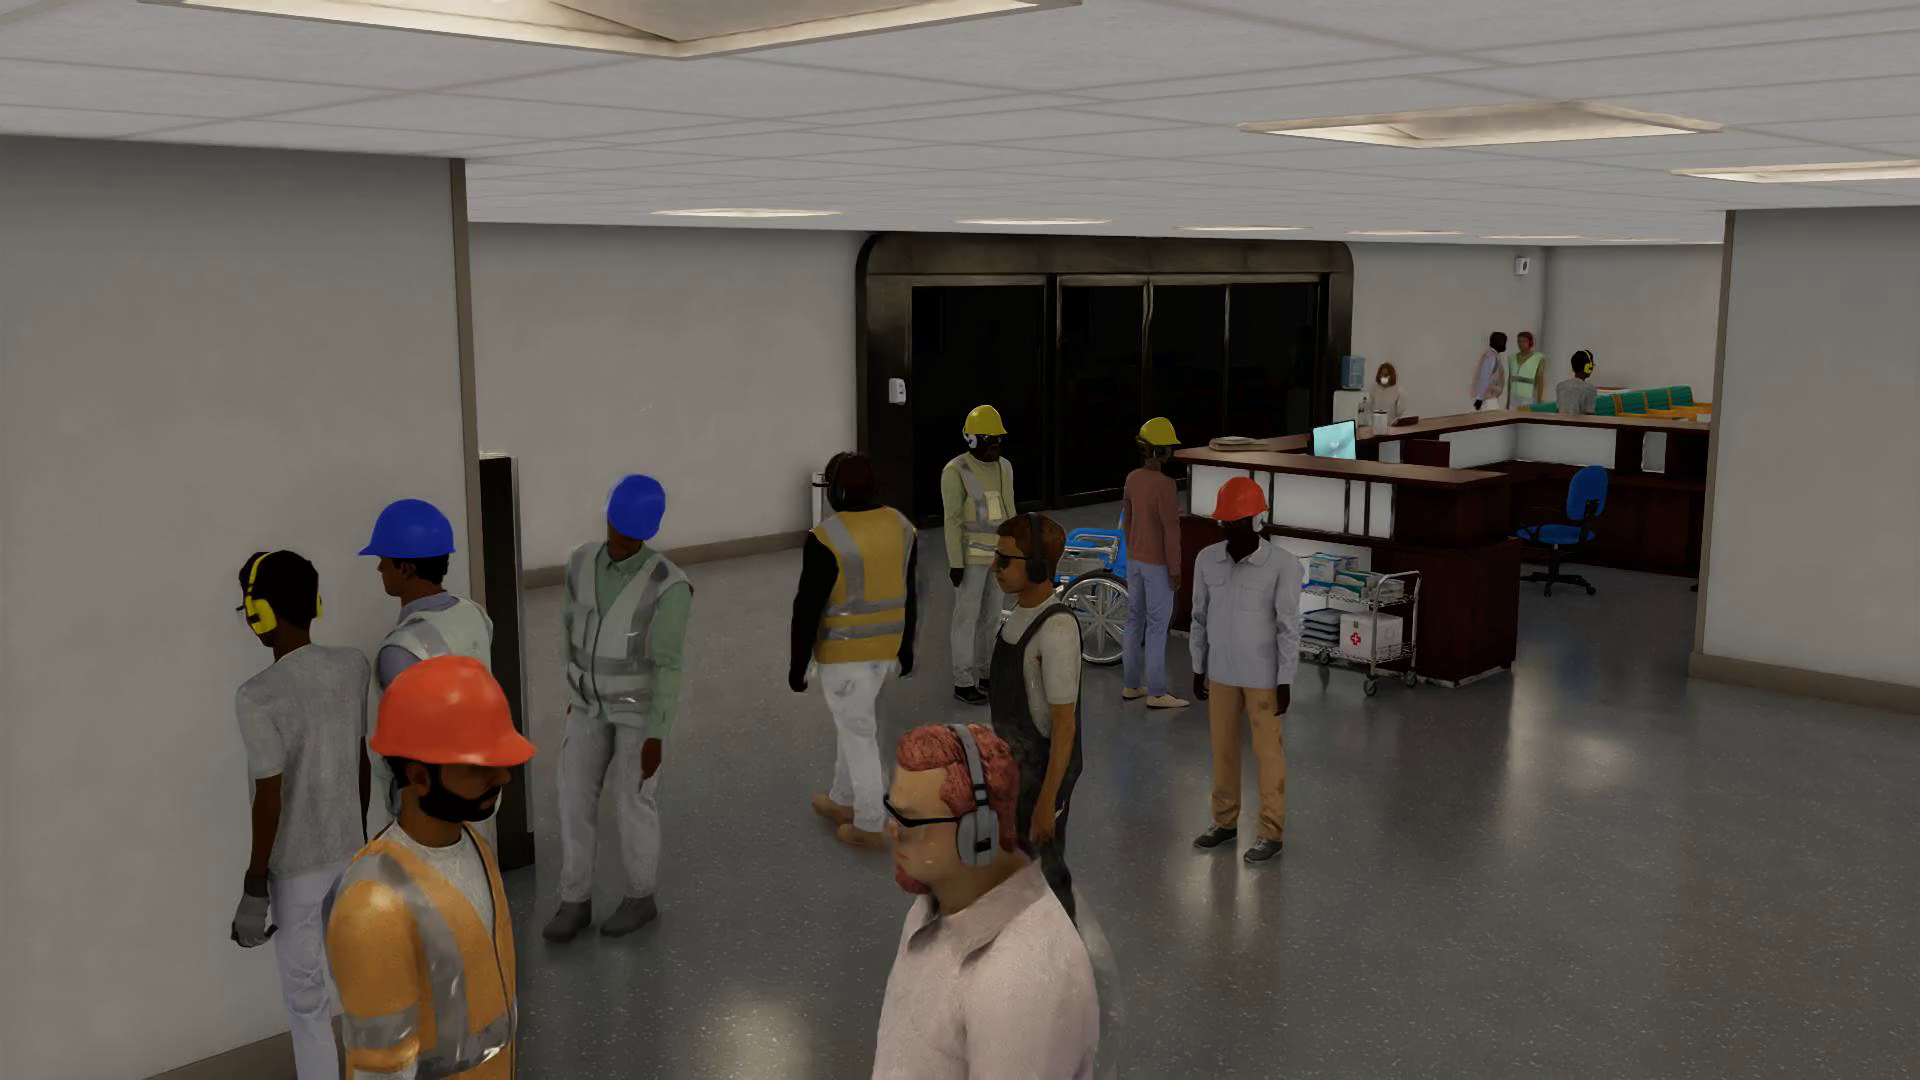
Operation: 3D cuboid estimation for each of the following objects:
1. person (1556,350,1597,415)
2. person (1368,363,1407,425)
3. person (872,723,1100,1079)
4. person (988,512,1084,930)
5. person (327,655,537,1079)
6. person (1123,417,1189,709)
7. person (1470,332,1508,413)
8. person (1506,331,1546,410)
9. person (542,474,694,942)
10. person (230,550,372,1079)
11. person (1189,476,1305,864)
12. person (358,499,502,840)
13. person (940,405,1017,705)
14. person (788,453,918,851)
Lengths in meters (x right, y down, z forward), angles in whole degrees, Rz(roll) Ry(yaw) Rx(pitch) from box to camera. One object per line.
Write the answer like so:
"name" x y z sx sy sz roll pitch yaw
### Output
"person" 6.117 -0.958 16.565 0.329 1.859 0.503 -5 11 -29
"person" 5.067 -1.321 19.666 0.503 1.560 0.928 6 11 34
"person" -0.048 1.246 2.975 0.853 1.869 0.671 -2 10 -13
"person" 0.238 0.819 5.679 0.345 1.846 0.507 -3 10 -16
"person" -0.998 1.168 3.296 0.389 1.928 0.546 1 9 3
"person" 1.182 0.138 10.109 0.311 1.768 0.522 -5 10 -27
"person" 7.256 -1.949 22.804 0.858 1.794 0.648 2 9 10
"person" 7.703 -1.924 22.575 0.697 1.827 0.567 -7 11 -36
"person" -1.330 0.668 6.470 0.678 1.885 0.576 4 10 24
"person" -1.910 0.947 4.843 0.328 1.865 0.520 3 10 19
"person" 1.263 0.578 7.488 0.557 1.744 0.358 8 12 39
"person" -1.657 0.836 5.260 0.402 1.949 0.605 1 9 5
"person" 0.145 0.084 10.230 0.404 1.832 0.596 8 12 39
"person" -0.581 0.499 7.717 0.756 1.819 0.654 8 12 40
